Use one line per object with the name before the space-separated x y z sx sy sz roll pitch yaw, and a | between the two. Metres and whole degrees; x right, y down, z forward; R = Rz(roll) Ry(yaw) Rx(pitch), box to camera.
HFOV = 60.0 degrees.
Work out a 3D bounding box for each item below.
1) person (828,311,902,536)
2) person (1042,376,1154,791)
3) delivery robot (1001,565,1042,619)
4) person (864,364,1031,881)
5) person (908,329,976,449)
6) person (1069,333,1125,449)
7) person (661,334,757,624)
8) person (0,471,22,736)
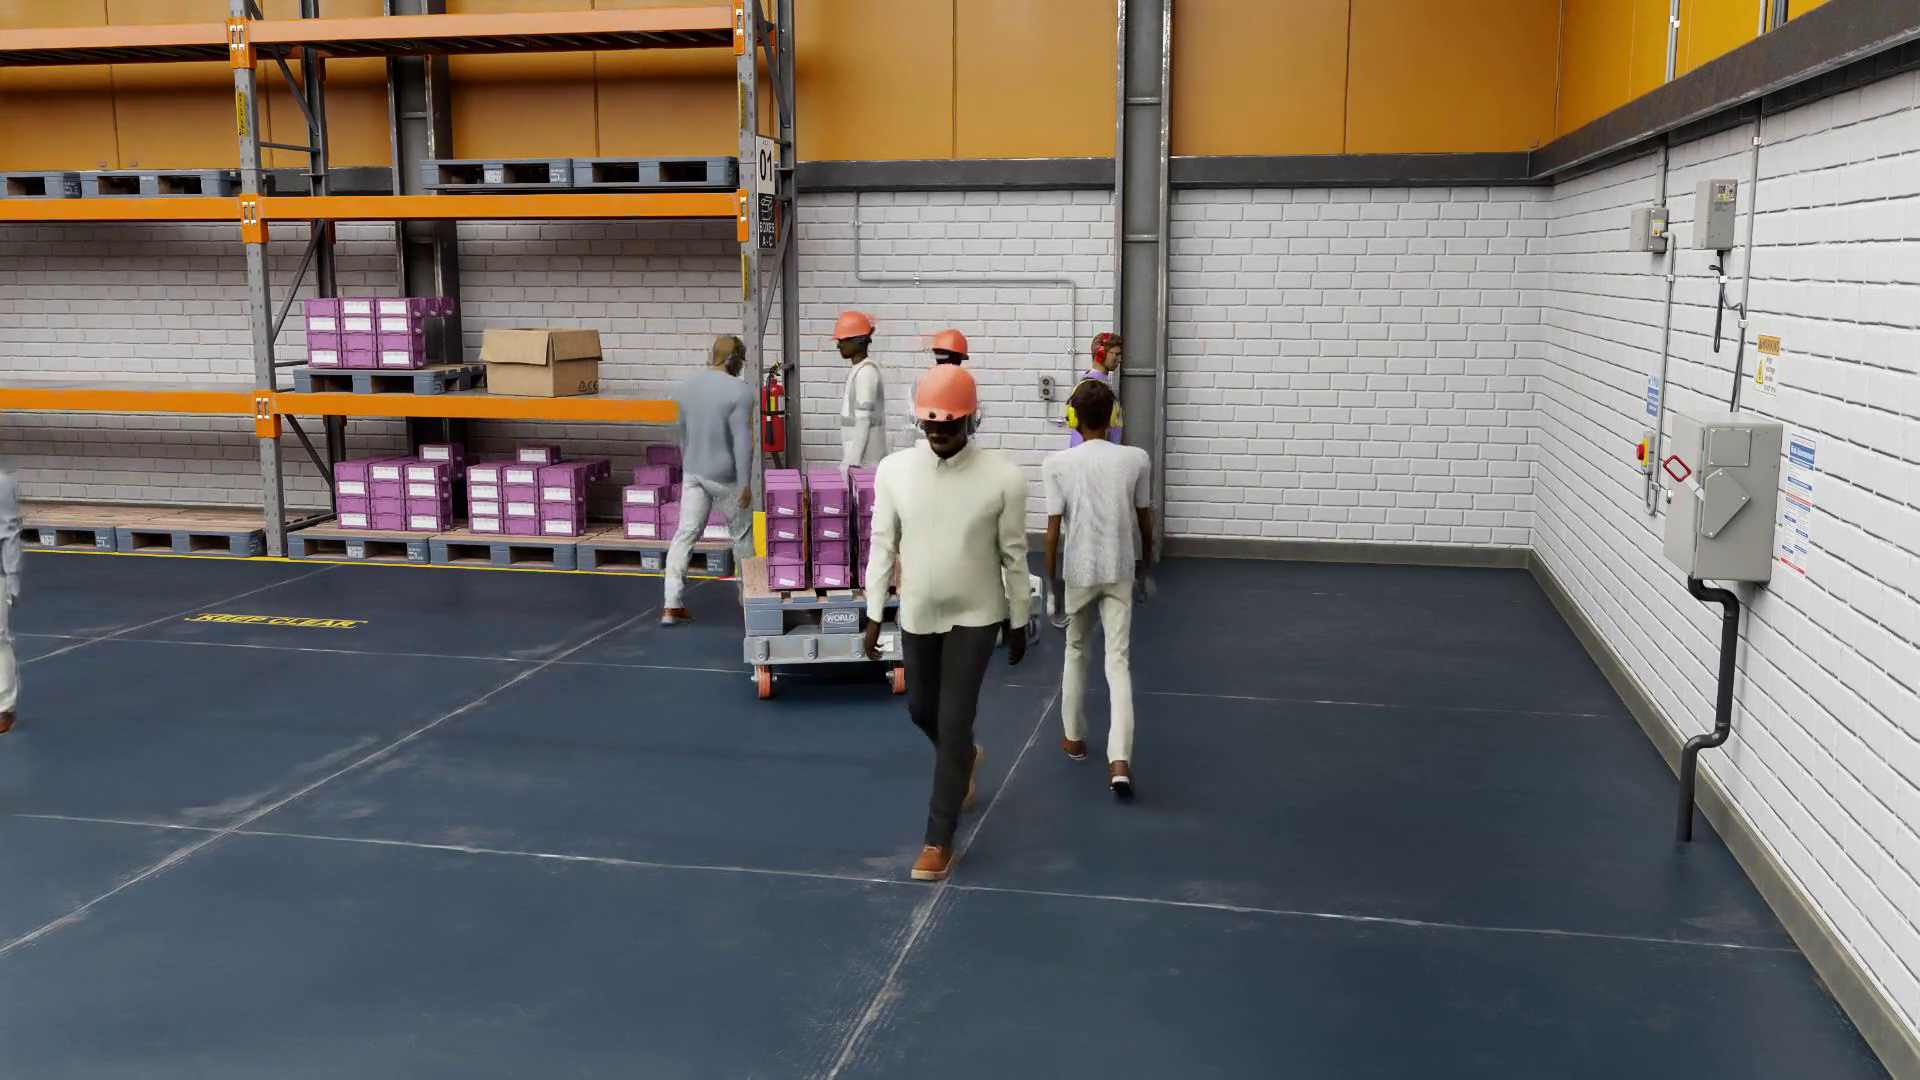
person | -0.628 -0.647 11.947 1.015 2.002 0.598 -2 10 -13
person | 0.633 0.182 7.478 0.532 1.827 0.970 0 9 0
delivery robot | 0.214 0.289 10.350 0.477 0.478 0.707 -5 11 -28
person | -0.031 0.269 6.537 0.632 1.958 0.889 3 10 17
person | -0.140 -0.499 11.403 0.601 1.893 0.928 7 11 35
person | 0.970 -0.551 11.838 0.388 1.837 0.563 -1 9 -5
person | -1.589 -0.395 10.842 0.678 1.878 1.006 6 11 30
person | -4.780 0.201 7.968 0.526 1.602 0.688 -1 9 -6
